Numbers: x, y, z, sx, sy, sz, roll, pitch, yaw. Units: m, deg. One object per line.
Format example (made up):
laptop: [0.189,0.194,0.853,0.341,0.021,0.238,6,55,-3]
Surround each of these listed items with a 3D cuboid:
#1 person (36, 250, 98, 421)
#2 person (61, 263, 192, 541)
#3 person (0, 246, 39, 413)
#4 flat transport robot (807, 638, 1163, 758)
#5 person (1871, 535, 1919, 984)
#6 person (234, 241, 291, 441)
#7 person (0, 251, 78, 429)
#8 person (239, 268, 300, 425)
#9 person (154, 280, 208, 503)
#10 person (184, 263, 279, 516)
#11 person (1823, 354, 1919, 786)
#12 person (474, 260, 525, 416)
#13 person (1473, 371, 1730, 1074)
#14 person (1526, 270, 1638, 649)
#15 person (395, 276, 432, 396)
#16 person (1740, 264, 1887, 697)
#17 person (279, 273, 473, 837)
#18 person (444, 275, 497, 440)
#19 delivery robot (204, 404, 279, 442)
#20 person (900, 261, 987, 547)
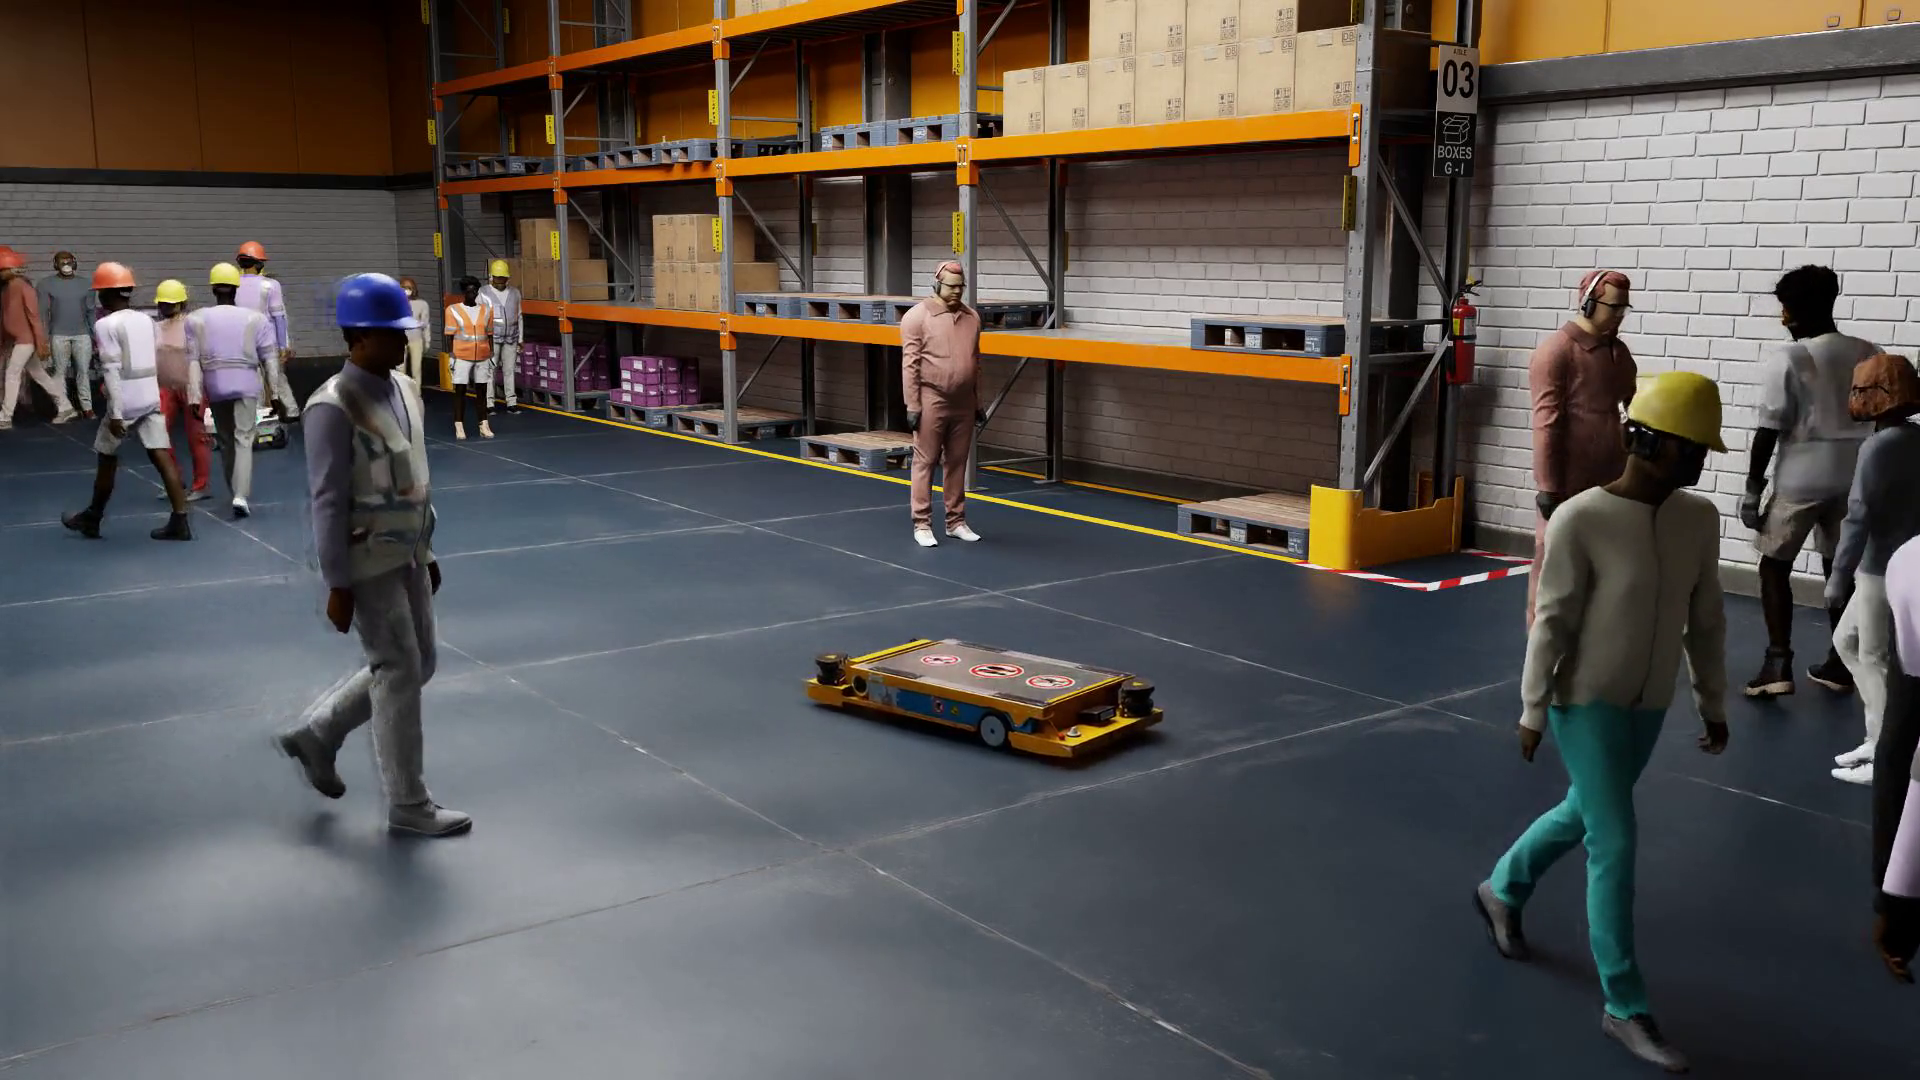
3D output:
person: [-10.161,-2.325,18.997,0.627,1.940,0.371,-9,13,-40]
person: [-5.703,-0.930,11.323,0.978,1.882,0.572,3,10,15]
person: [-11.251,-2.472,19.690,0.393,1.985,0.610,10,14,44]
flat transport robot: [0.085,0.637,7.081,1.431,0.197,0.652,8,13,39]
person: [1.688,0.609,2.655,0.727,1.900,0.607,-3,11,-17]
person: [-7.125,-1.995,16.858,0.615,2.041,0.392,0,10,-3]
person: [-10.294,-2.207,18.344,0.626,1.945,1.029,9,13,41]
person: [-7.722,-2.131,18.394,0.752,1.773,0.656,-7,12,-34]
person: [-6.071,-1.145,12.945,0.525,1.744,0.444,3,11,16]
person: [-5.457,-1.131,12.485,0.605,1.882,0.991,-3,11,-17]
person: [3.412,0.122,6.190,0.418,1.613,0.538,10,14,43]
person: [-5.418,-2.379,19.623,0.588,1.823,0.403,-7,12,-35]
person: [1.690,0.398,4.386,0.551,1.724,0.868,-4,11,-21]
person: [2.878,-0.276,7.629,0.639,1.903,0.406,-7,12,-35]
person: [-6.684,-2.379,20.186,0.528,1.619,0.423,-4,11,-20]
person: [3.860,-0.246,7.381,0.747,1.941,0.505,-1,10,-8]
person: [-2.040,0.058,5.678,0.658,1.928,0.620,1,10,7]
person: [-5.052,-1.881,17.200,0.531,1.692,0.320,-7,12,-35]
delivery robot: [-7.020,-1.187,16.238,0.707,0.478,0.477,4,11,20]
person: [-0.087,-0.911,11.189,0.639,1.903,0.406,-7,12,-35]
